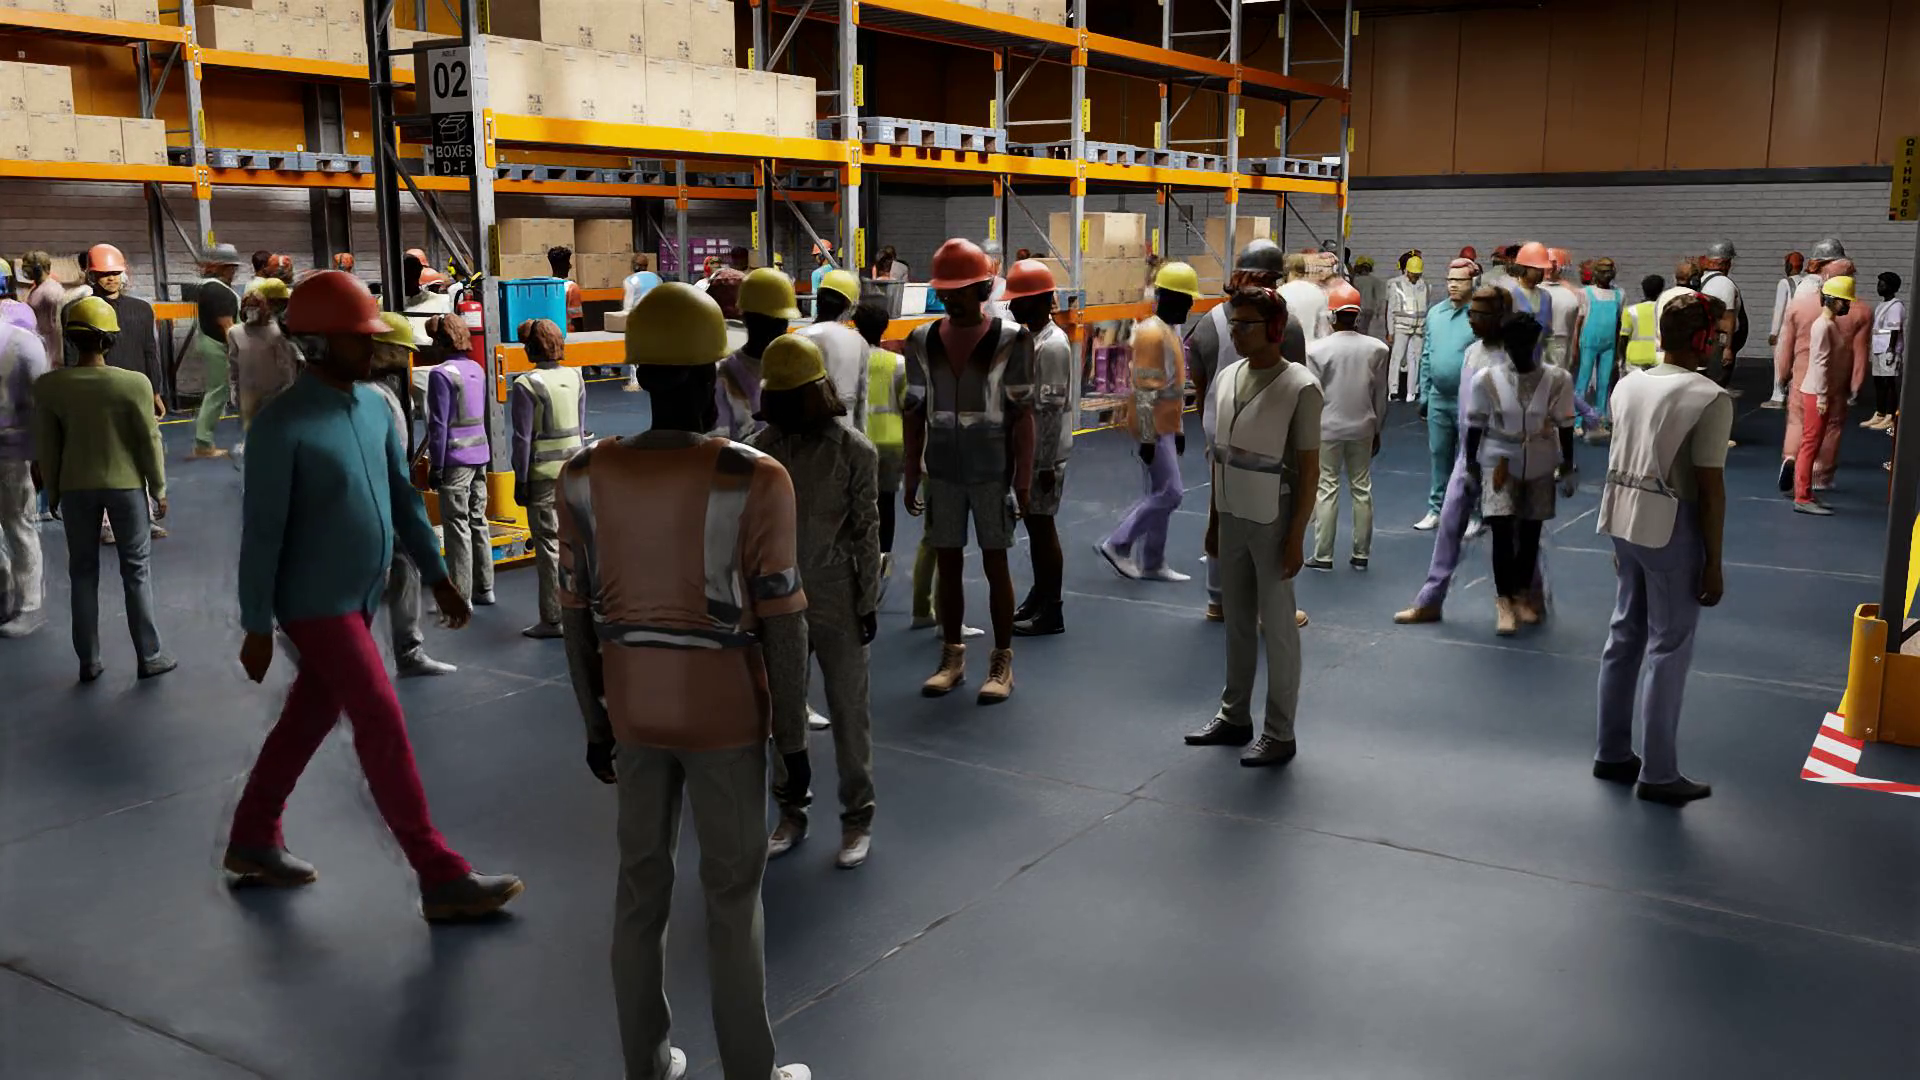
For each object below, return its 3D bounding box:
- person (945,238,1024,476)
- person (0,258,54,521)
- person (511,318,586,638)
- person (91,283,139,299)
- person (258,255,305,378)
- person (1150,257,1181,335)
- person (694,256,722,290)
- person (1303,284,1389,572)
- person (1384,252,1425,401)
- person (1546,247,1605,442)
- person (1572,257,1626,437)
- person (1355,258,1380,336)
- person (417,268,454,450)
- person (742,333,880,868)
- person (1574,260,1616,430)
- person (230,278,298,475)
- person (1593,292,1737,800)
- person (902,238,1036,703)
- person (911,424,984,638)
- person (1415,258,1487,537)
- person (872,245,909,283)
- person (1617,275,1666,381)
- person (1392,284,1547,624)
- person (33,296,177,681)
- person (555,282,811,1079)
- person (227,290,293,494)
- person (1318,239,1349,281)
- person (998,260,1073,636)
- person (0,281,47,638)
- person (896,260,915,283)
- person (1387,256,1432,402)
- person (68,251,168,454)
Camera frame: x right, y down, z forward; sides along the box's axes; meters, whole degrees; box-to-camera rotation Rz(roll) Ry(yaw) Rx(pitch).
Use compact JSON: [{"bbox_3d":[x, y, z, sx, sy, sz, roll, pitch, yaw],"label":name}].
[{"bbox_3d":[0.247,-1.559,14.267,0.689,2.000,0.539,3,11,18],"label":"person"},{"bbox_3d":[-6.729,-1.045,11.765,0.398,1.920,0.586,0,10,-1],"label":"person"},{"bbox_3d":[-2.092,-0.318,8.539,0.315,1.630,0.511,5,11,25],"label":"person"},{"bbox_3d":[-6.042,-1.070,11.961,0.662,1.900,0.417,8,13,37],"label":"person"},{"bbox_3d":[-6.456,-1.767,15.864,0.576,1.881,0.354,6,12,32],"label":"person"},{"bbox_3d":[2.143,-2.029,17.420,0.325,1.842,0.516,0,10,-3],"label":"person"},{"bbox_3d":[-2.983,-2.460,19.842,0.388,1.837,0.560,5,11,24],"label":"person"},{"bbox_3d":[2.333,-0.681,10.193,0.560,1.753,0.327,-2,10,-12],"label":"person"},{"bbox_3d":[5.596,-2.675,20.926,0.514,1.872,0.328,5,11,27],"label":"person"},{"bbox_3d":[5.882,-1.868,16.232,0.824,1.967,0.626,-3,11,-16],"label":"person"},{"bbox_3d":[6.553,-1.969,17.080,0.508,1.844,0.332,0,10,-3],"label":"person"},{"bbox_3d":[6.641,-3.803,27.585,0.523,1.724,0.844,-2,11,-14],"label":"person"},{"bbox_3d":[-5.085,-1.741,16.071,0.333,1.749,0.574,4,11,22],"label":"person"},{"bbox_3d":[-0.501,0.198,5.393,0.494,1.730,0.324,2,10,13],"label":"person"},{"bbox_3d":[6.764,-2.117,18.033,0.575,1.792,0.959,-7,13,-35],"label":"person"},{"bbox_3d":[-5.718,-1.327,13.902,0.689,1.712,0.499,-9,14,-41],"label":"person"},{"bbox_3d":[2.540,0.027,6.047,0.388,1.837,0.562,-3,11,-15],"label":"person"},{"bbox_3d":[0.028,-0.297,7.311,0.613,2.033,0.411,4,11,20],"label":"person"},{"bbox_3d":[-0.045,-0.310,8.523,0.314,1.621,0.511,-6,12,-28],"label":"person"},{"bbox_3d":[3.430,-0.977,11.451,0.400,1.899,0.649,-8,13,-37],"label":"person"},{"bbox_3d":[-1.159,-3.947,27.800,0.627,1.934,0.370,-2,10,-11],"label":"person"},{"bbox_3d":[6.848,-1.798,16.595,0.561,1.674,0.453,3,11,18],"label":"person"},{"bbox_3d":[2.783,-0.432,8.763,0.904,1.815,0.528,-4,11,-21],"label":"person"},{"bbox_3d":[-3.931,-0.228,7.654,0.533,1.768,0.310,-2,10,-9],"label":"person"},{"bbox_3d":[-0.612,0.392,3.766,0.587,1.930,0.356,3,11,16],"label":"person"},{"bbox_3d":[-5.591,-1.177,13.306,0.507,1.628,0.275,0,10,1],"label":"person"},{"bbox_3d":[5.942,-3.838,26.898,0.535,2.000,0.686,-3,11,-17],"label":"person"},{"bbox_3d":[0.378,-0.463,8.532,0.388,1.926,0.549,-2,10,-11],"label":"person"},{"bbox_3d":[-4.900,-0.452,8.437,0.633,1.926,0.431,1,10,4],"label":"person"},{"bbox_3d":[-1.029,-4.047,29.041,0.568,1.671,0.371,5,11,27],"label":"person"},{"bbox_3d":[5.642,-2.635,20.844,0.596,1.819,0.403,-2,10,-10],"label":"person"},{"bbox_3d":[-7.680,-1.633,14.985,0.604,1.922,0.925,9,14,42],"label":"person"}]
